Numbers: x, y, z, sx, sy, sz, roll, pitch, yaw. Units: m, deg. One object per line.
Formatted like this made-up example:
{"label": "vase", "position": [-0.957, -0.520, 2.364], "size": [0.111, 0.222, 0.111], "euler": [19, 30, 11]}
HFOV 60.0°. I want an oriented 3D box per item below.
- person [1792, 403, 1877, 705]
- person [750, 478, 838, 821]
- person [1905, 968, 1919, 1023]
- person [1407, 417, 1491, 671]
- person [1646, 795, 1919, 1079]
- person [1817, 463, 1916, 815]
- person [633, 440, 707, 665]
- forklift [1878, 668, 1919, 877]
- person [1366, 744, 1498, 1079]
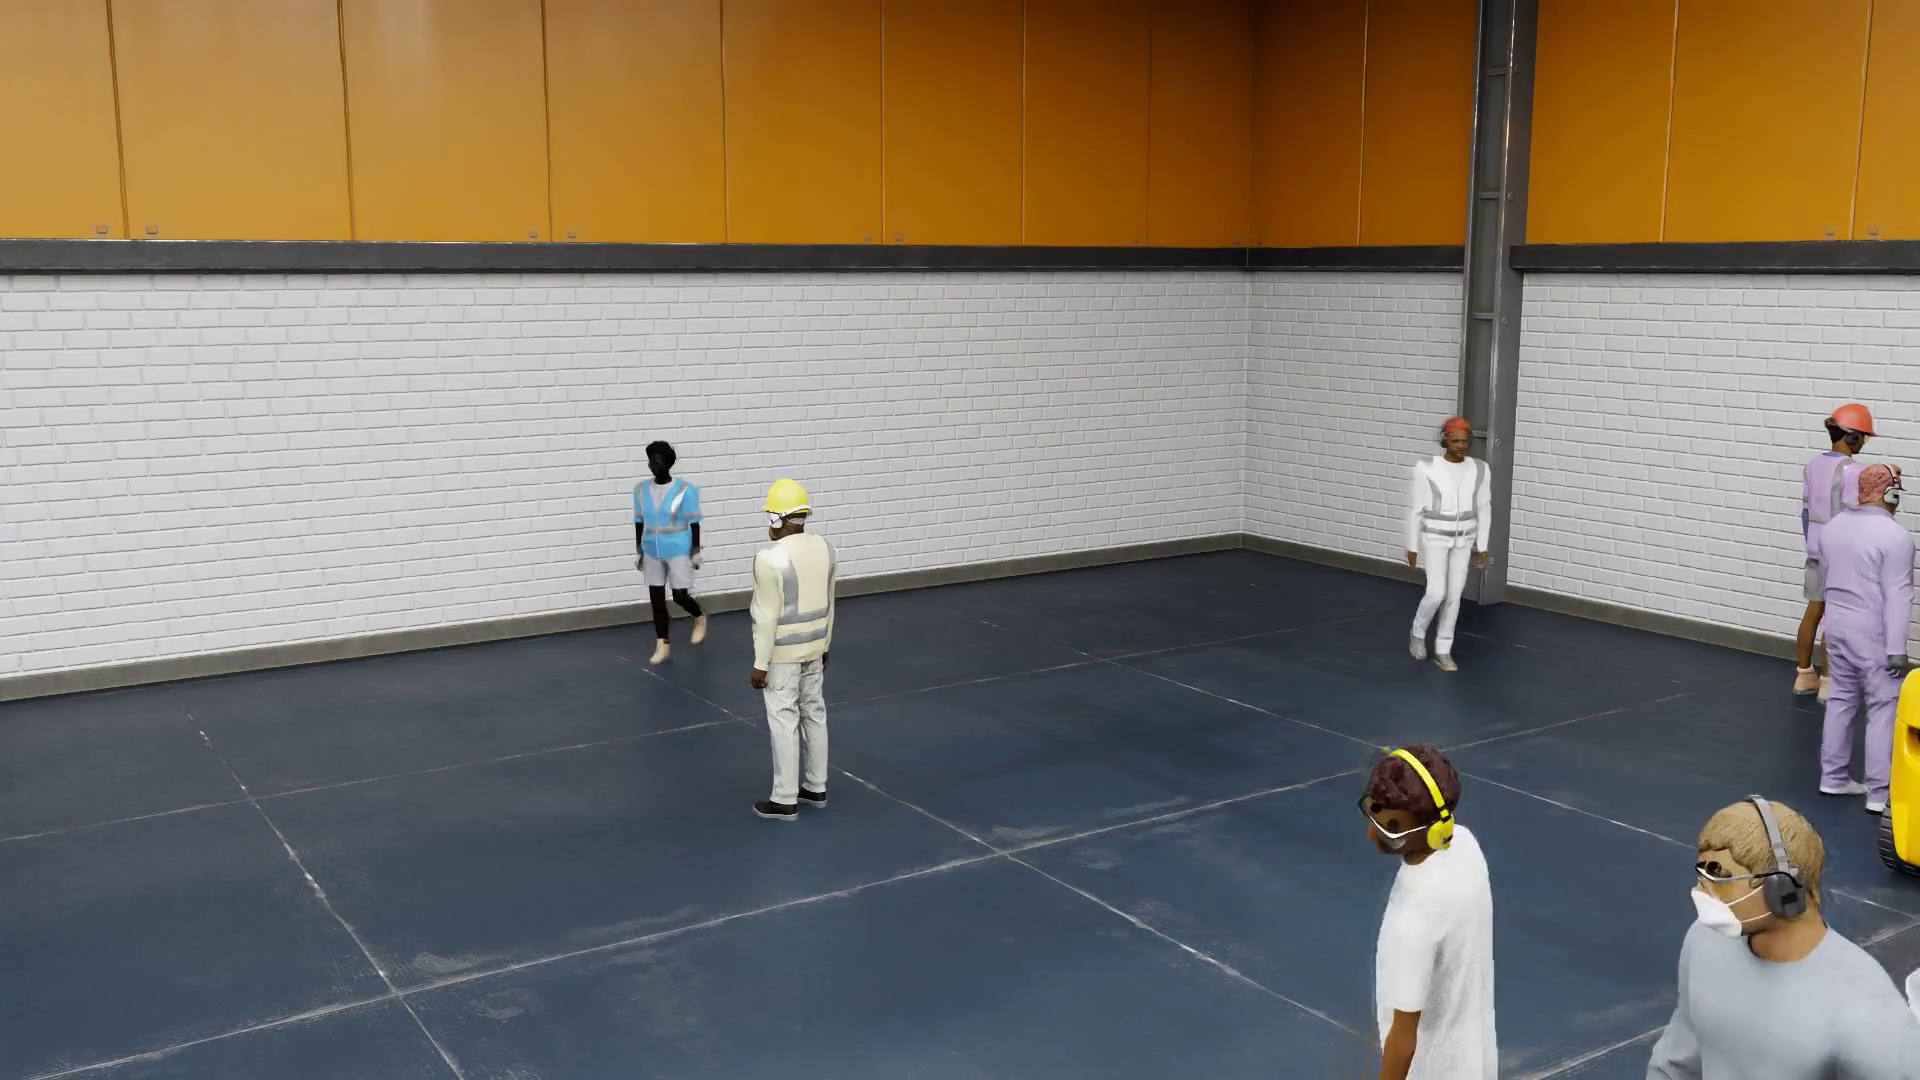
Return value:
{"label": "person", "position": [5.940, 0.093, 11.260], "size": [0.381, 2.039, 0.606], "euler": [-1, 9, -5]}
{"label": "person", "position": [-0.912, 0.582, 8.926], "size": [0.404, 1.831, 0.600], "euler": [7, 11, 34]}
{"label": "person", "position": [3.772, 1.138, 5.926], "size": [0.493, 1.714, 0.784], "euler": [-1, 9, -6]}
{"label": "person", "position": [3.569, 0.030, 12.159], "size": [0.574, 1.869, 0.456], "euler": [-1, 9, -6]}
{"label": "person", "position": [1.637, 1.458, 3.417], "size": [0.654, 1.906, 0.650], "euler": [-1, 9, -7]}
{"label": "person", "position": [4.962, 0.524, 9.090], "size": [0.420, 1.896, 0.681], "euler": [-2, 10, -9]}
{"label": "person", "position": [-2.148, 0.076, 12.452], "size": [0.544, 1.682, 0.516], "euler": [3, 10, 18]}
{"label": "forklift", "position": [5.511, 0.571, 7.906], "size": [2.313, 2.155, 1.214], "euler": [-6, 11, -33]}
{"label": "person", "position": [1.189, 1.386, 4.142], "size": [0.362, 1.844, 0.585], "euler": [7, 12, 36]}
